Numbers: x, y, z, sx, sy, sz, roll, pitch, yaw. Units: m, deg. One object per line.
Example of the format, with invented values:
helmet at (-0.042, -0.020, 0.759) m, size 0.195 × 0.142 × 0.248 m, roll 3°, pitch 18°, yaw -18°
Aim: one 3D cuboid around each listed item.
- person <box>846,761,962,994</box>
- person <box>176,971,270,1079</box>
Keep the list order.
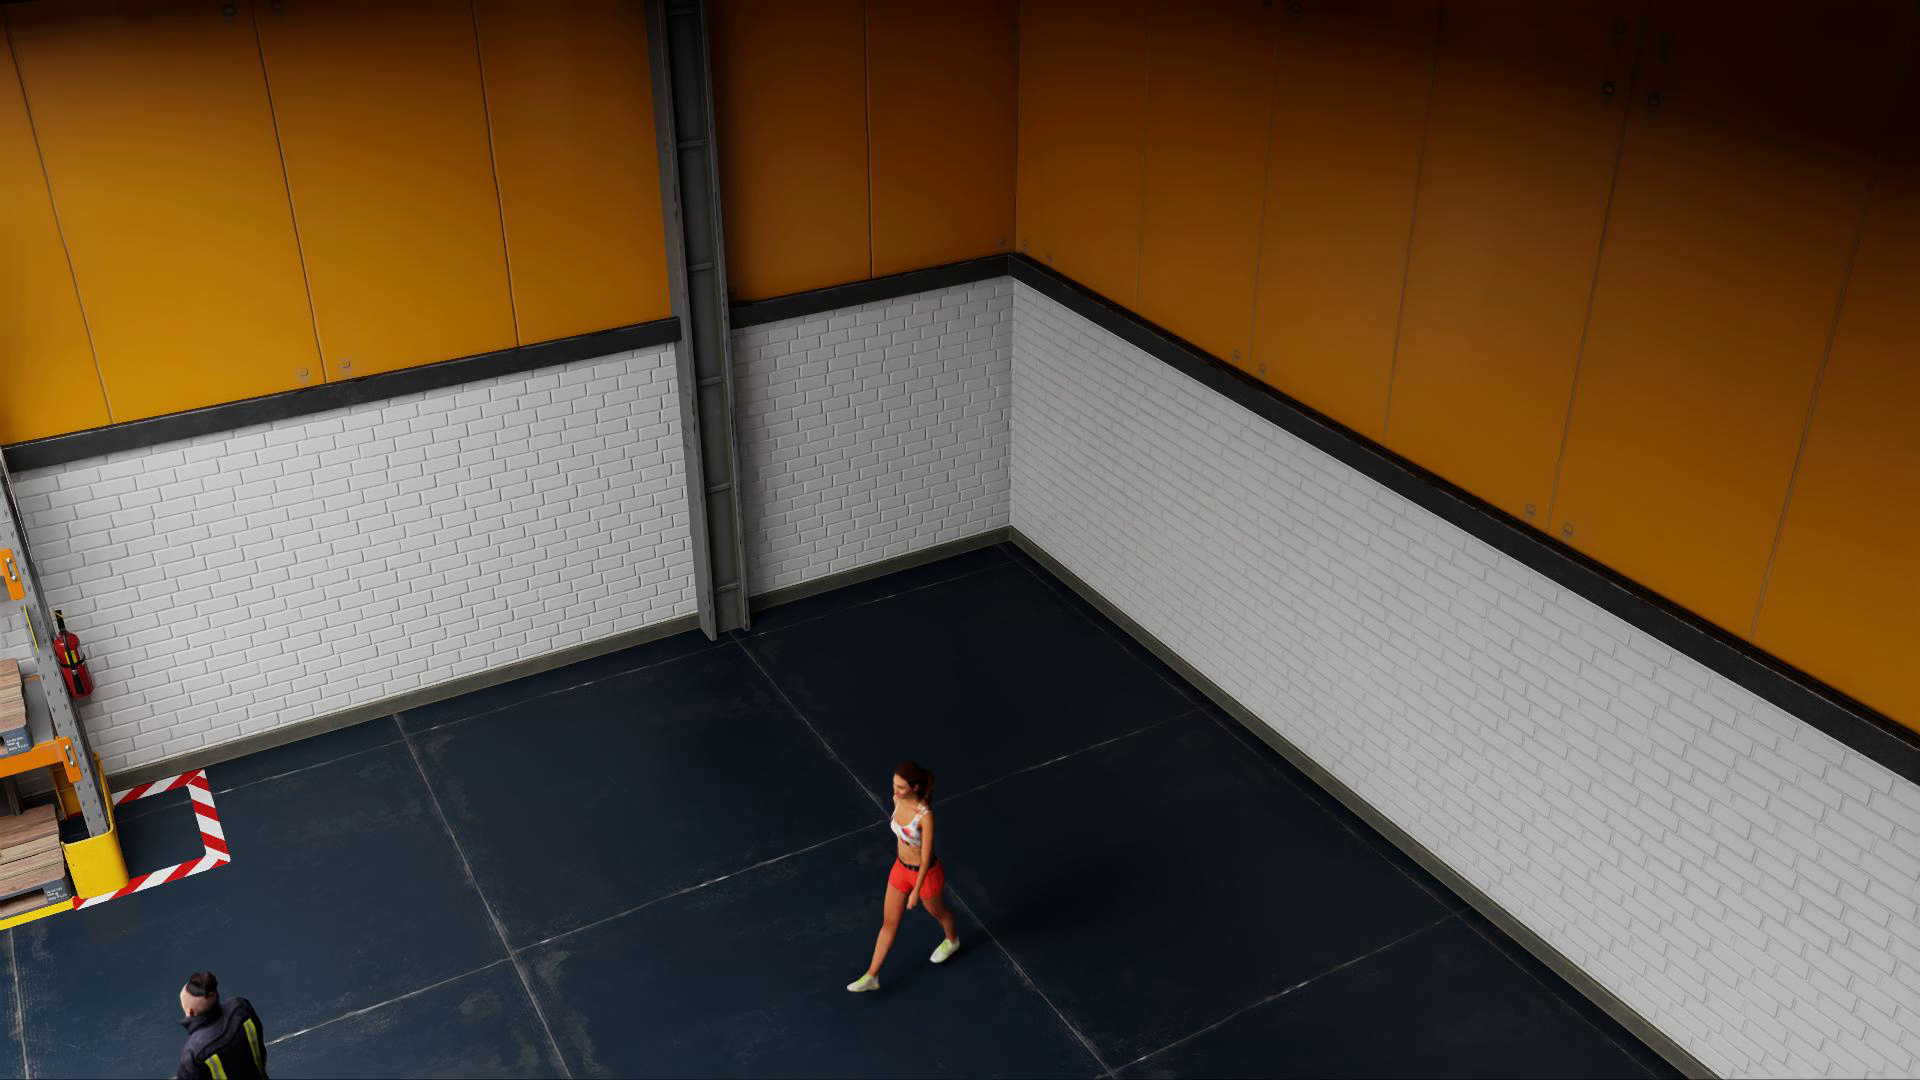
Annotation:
person at (-0.205, 2.188, 11.046) m, size 1.214 × 1.739 × 0.757 m, roll -24°, pitch 37°, yaw -37°
person at (-4.037, 3.113, 9.223) m, size 0.938 × 1.862 × 0.880 m, roll 7°, pitch 29°, yaw 13°
